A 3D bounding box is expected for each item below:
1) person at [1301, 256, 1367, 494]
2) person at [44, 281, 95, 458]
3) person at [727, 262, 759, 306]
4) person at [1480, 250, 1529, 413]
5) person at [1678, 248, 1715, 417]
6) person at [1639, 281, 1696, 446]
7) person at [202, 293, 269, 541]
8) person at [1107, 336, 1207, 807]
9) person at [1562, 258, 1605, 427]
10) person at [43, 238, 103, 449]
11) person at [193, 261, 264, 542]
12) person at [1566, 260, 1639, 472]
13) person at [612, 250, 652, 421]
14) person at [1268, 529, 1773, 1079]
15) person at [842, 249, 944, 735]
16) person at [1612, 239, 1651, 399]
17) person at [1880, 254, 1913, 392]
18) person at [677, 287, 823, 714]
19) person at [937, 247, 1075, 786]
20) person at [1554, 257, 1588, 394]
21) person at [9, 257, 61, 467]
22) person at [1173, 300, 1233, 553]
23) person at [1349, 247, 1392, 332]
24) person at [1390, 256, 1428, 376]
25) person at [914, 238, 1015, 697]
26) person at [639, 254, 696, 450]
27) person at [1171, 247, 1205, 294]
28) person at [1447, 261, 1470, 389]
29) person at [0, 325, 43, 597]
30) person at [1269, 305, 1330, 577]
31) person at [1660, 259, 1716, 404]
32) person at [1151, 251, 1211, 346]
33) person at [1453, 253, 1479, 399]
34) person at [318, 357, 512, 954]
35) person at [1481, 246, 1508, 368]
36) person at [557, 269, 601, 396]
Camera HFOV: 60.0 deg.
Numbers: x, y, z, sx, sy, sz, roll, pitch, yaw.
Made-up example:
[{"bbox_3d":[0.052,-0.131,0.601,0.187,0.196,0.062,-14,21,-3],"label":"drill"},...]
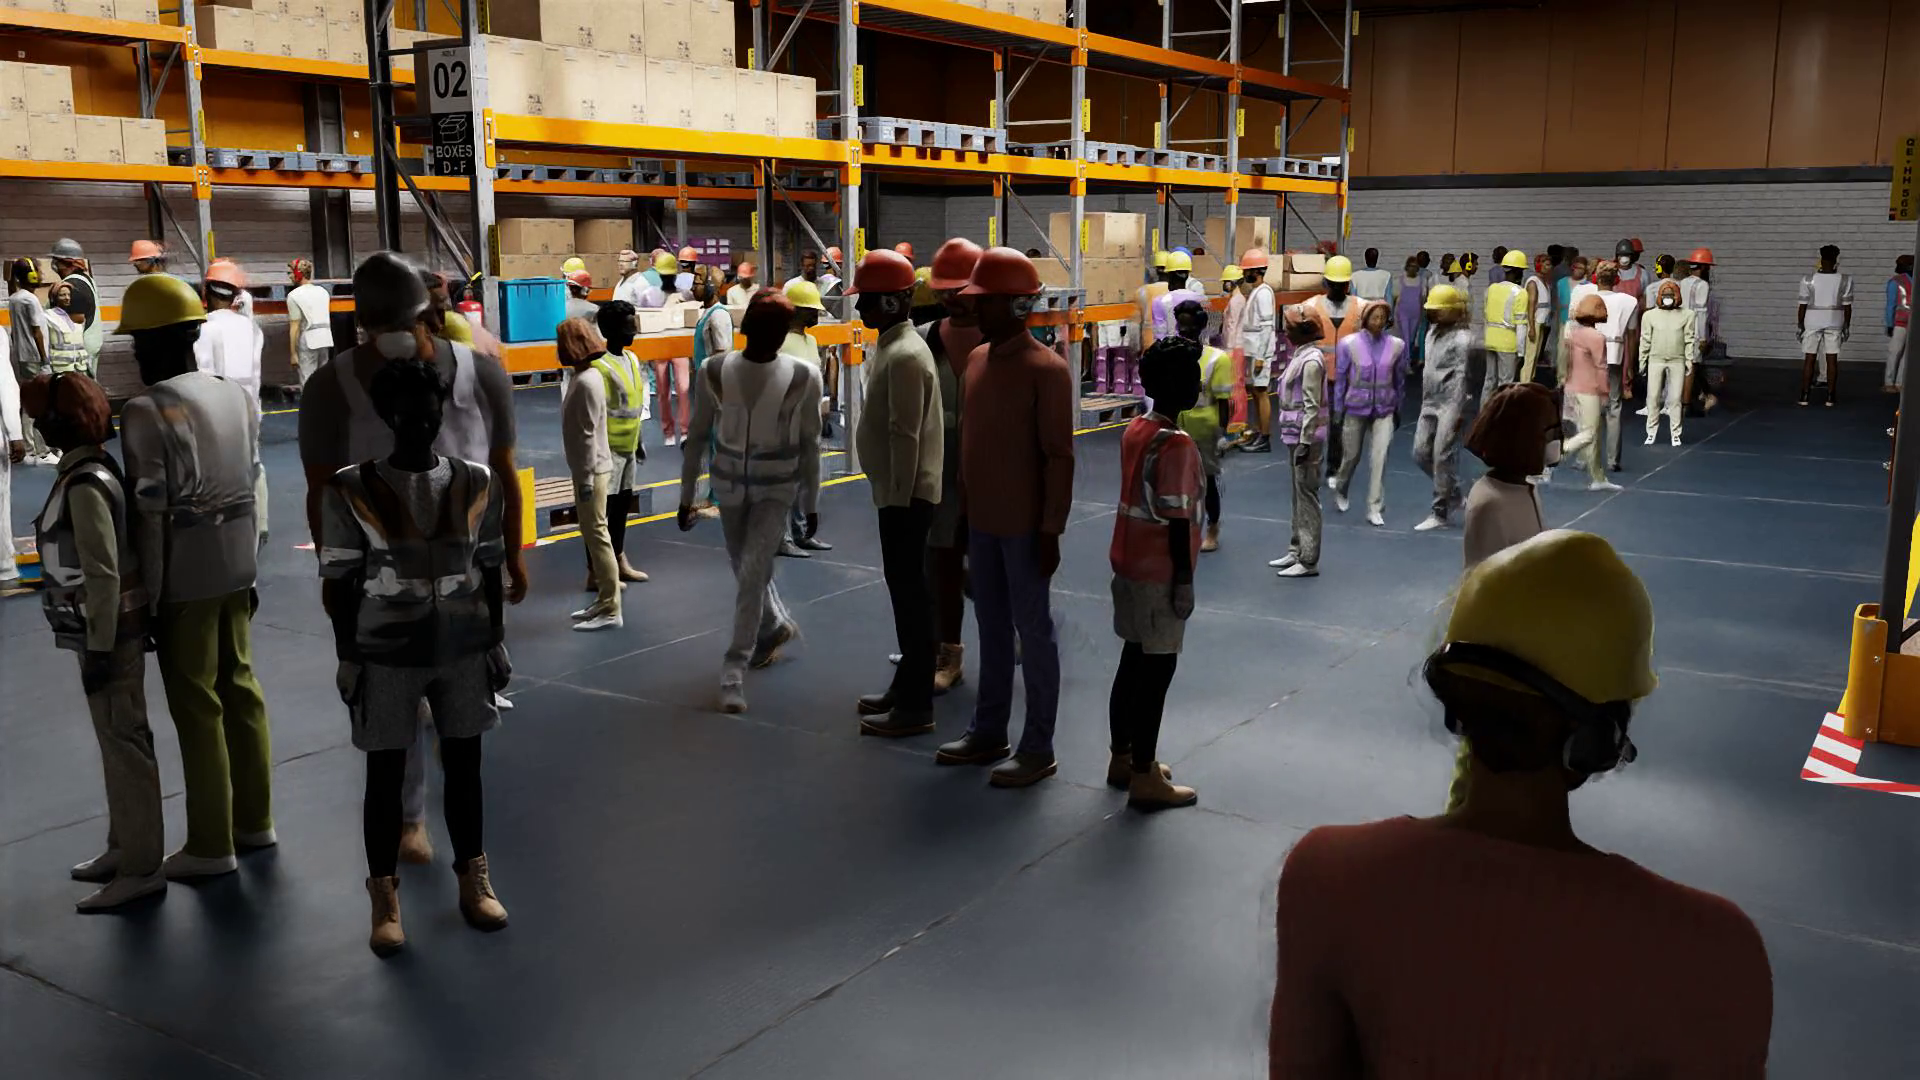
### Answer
[{"bbox_3d":[3.014,-1.317,13.362,0.590,1.890,0.770,1,10,4],"label":"person"},{"bbox_3d":[-8.316,-1.578,15.484,0.307,1.641,0.513,5,11,25],"label":"person"},{"bbox_3d":[-2.841,-2.859,22.344,0.587,1.720,0.505,0,10,1],"label":"person"},{"bbox_3d":[5.524,-1.956,16.827,0.404,1.919,0.582,-5,11,-24],"label":"person"},{"bbox_3d":[8.404,-2.365,19.053,0.387,1.929,0.544,-1,10,-7],"label":"person"},{"bbox_3d":[6.963,-1.735,16.406,0.507,1.623,0.294,4,11,22],"label":"person"},{"bbox_3d":[-4.810,-0.824,10.988,0.323,1.752,0.562,1,10,5],"label":"person"},{"bbox_3d":[0.713,0.114,5.988,0.322,1.690,0.537,-2,10,-12],"label":"person"},{"bbox_3d":[6.796,-2.139,18.086,0.417,1.828,0.561,-2,10,-9],"label":"person"},{"bbox_3d":[-8.410,-1.822,15.724,0.537,2.000,0.682,-3,11,-16],"label":"person"},{"bbox_3d":[-4.474,-0.745,10.175,0.462,1.891,0.598,3,11,19],"label":"person"},{"bbox_3d":[5.592,-1.507,14.527,0.564,1.843,0.392,3,11,15],"label":"person"},{"bbox_3d":[-3.717,-2.294,18.699,0.410,1.913,0.651,-8,13,-37],"label":"person"},{"bbox_3d":[0.506,0.862,1.717,0.533,1.732,0.797,8,13,37],"label":"person"},{"bbox_3d":[-0.272,-0.198,6.885,0.408,1.986,0.617,-1,10,-6],"label":"person"},{"bbox_3d":[8.436,-2.816,21.236,0.680,2.000,0.536,3,11,14],"label":"person"},{"bbox_3d":[12.598,-2.885,22.221,0.621,1.837,0.430,-9,13,-40],"label":"person"},{"bbox_3d":[-0.908,-0.219,7.465,0.642,1.832,0.982,2,10,9],"label":"person"},{"bbox_3d":[0.173,-0.085,6.226,0.386,1.996,0.610,-7,12,-33],"label":"person"},{"bbox_3d":[8.071,-2.799,21.785,0.579,1.801,0.638,8,13,37],"label":"person"},{"bbox_3d":[-8.298,-1.591,14.931,0.538,1.866,0.313,8,13,39],"label":"person"},{"bbox_3d":[1.476,-0.693,10.541,0.535,1.659,0.846,5,11,26],"label":"person"},{"bbox_3d":[5.754,-3.137,23.348,0.593,1.921,0.392,2,10,13],"label":"person"},{"bbox_3d":[6.767,-3.405,25.194,0.516,1.803,0.873,0,10,0],"label":"person"},{"bbox_3d":[0.022,-0.295,7.314,0.612,2.030,0.410,4,11,20],"label":"person"},{"bbox_3d":[-2.785,-1.796,16.031,0.584,1.870,0.956,-2,10,-9],"label":"person"},{"bbox_3d":[2.380,-2.190,18.022,0.385,1.948,0.605,-7,13,-35],"label":"person"},{"bbox_3d":[6.771,-2.923,22.691,0.341,1.736,0.486,-2,10,-12],"label":"person"},{"bbox_3d":[-5.599,-0.612,9.459,0.581,1.882,0.339,2,10,11],"label":"person"},{"bbox_3d":[2.067,-0.596,10.046,0.309,1.640,0.512,1,10,3],"label":"person"},{"bbox_3d":[9.035,-2.576,20.616,0.898,1.805,0.530,-1,10,-8],"label":"person"},{"bbox_3d":[1.819,-1.441,13.930,0.591,1.926,0.386,-6,12,-29],"label":"person"},{"bbox_3d":[6.441,-2.737,21.302,0.327,1.862,0.510,1,10,8],"label":"person"},{"bbox_3d":[-1.549,0.322,4.794,0.535,1.698,0.318,-7,12,-33],"label":"person"},{"bbox_3d":[8.572,-3.691,26.393,0.627,1.933,0.366,-8,13,-38],"label":"person"},{"bbox_3d":[-3.589,-1.694,15.818,0.568,1.749,0.342,4,11,19],"label":"person"}]
